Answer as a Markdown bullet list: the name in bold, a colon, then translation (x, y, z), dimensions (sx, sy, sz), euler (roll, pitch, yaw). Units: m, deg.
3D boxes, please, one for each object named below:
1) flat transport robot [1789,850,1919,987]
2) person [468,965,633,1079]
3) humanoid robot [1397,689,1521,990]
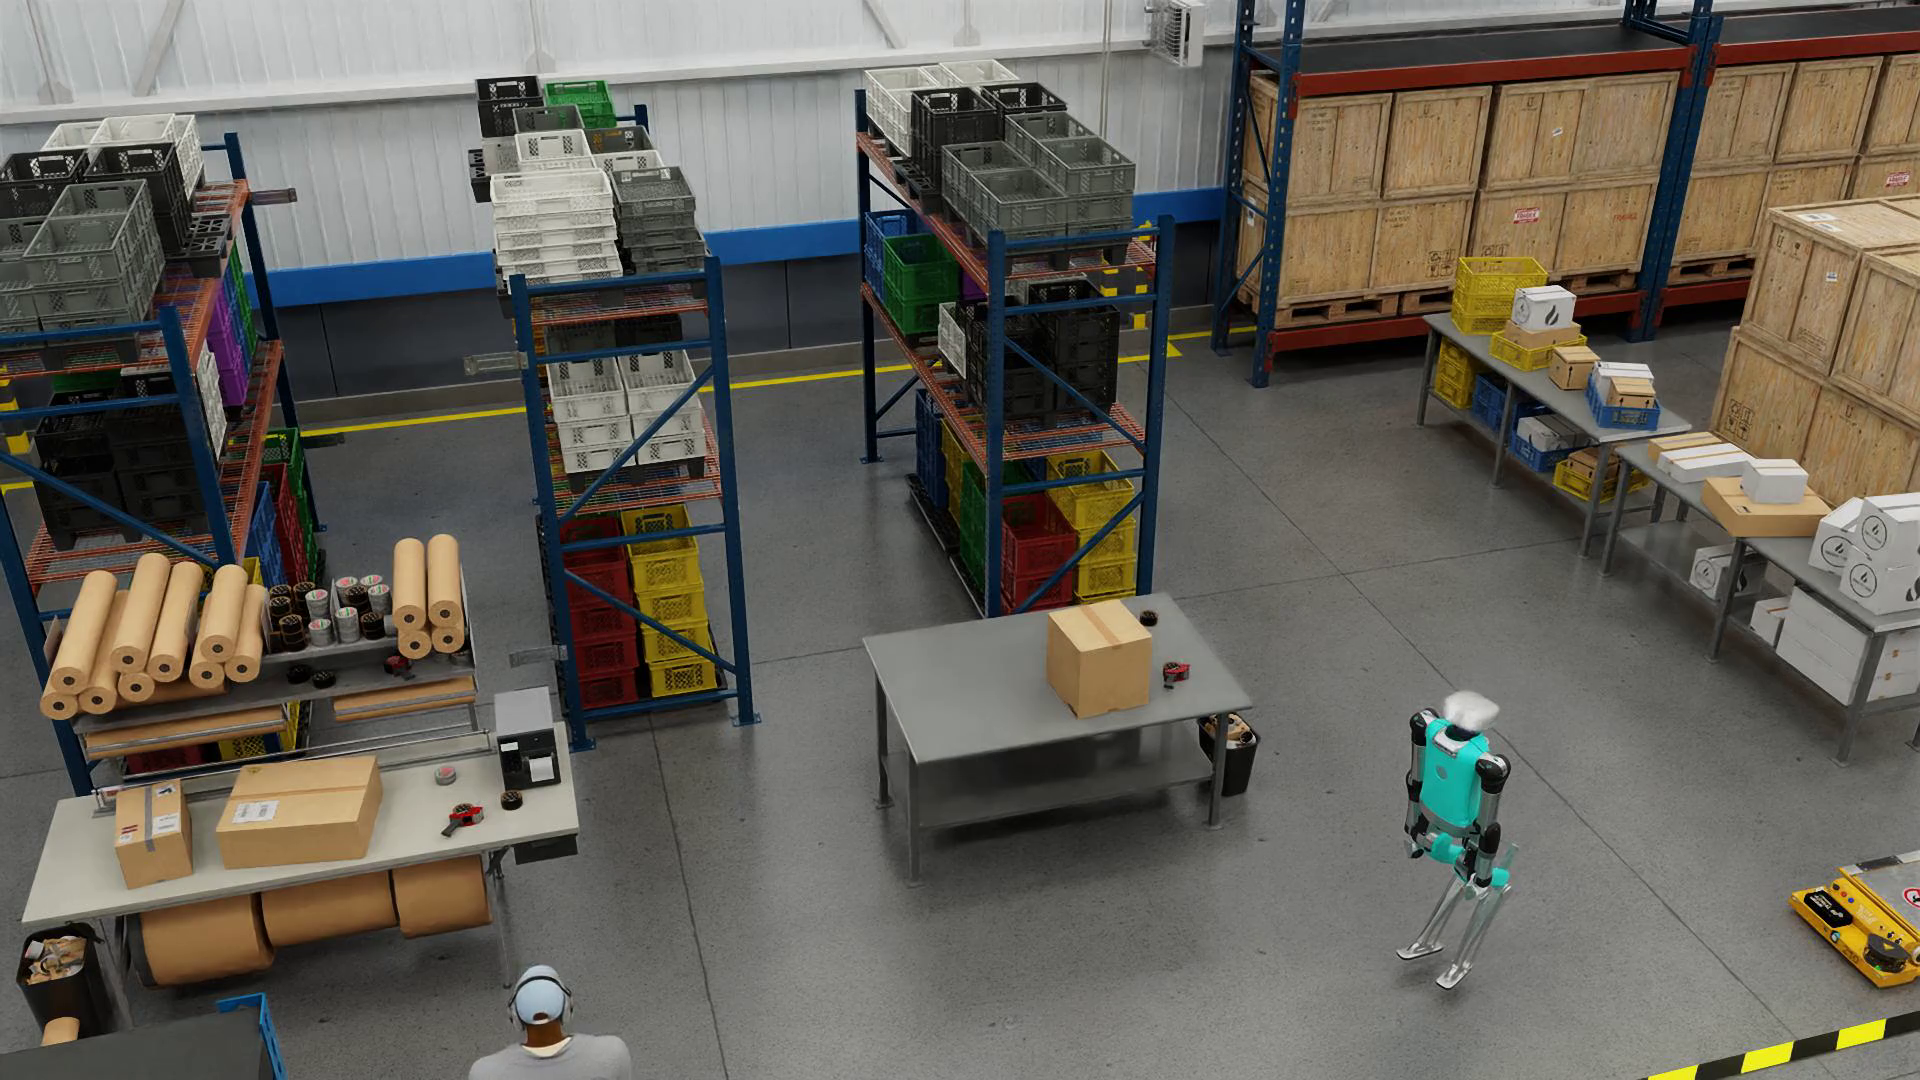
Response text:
- **flat transport robot**: translation (5.163, 1.916, 8.676), dimensions (1.431, 0.231, 0.659), euler (-8, 30, -14)
- **person**: translation (-1.488, 2.329, 6.280), dimensions (0.598, 1.850, 0.392), euler (-8, 30, -14)
- **humanoid robot**: translation (2.475, 1.389, 7.974), dimensions (0.735, 1.673, 0.533), euler (-17, 33, -28)
